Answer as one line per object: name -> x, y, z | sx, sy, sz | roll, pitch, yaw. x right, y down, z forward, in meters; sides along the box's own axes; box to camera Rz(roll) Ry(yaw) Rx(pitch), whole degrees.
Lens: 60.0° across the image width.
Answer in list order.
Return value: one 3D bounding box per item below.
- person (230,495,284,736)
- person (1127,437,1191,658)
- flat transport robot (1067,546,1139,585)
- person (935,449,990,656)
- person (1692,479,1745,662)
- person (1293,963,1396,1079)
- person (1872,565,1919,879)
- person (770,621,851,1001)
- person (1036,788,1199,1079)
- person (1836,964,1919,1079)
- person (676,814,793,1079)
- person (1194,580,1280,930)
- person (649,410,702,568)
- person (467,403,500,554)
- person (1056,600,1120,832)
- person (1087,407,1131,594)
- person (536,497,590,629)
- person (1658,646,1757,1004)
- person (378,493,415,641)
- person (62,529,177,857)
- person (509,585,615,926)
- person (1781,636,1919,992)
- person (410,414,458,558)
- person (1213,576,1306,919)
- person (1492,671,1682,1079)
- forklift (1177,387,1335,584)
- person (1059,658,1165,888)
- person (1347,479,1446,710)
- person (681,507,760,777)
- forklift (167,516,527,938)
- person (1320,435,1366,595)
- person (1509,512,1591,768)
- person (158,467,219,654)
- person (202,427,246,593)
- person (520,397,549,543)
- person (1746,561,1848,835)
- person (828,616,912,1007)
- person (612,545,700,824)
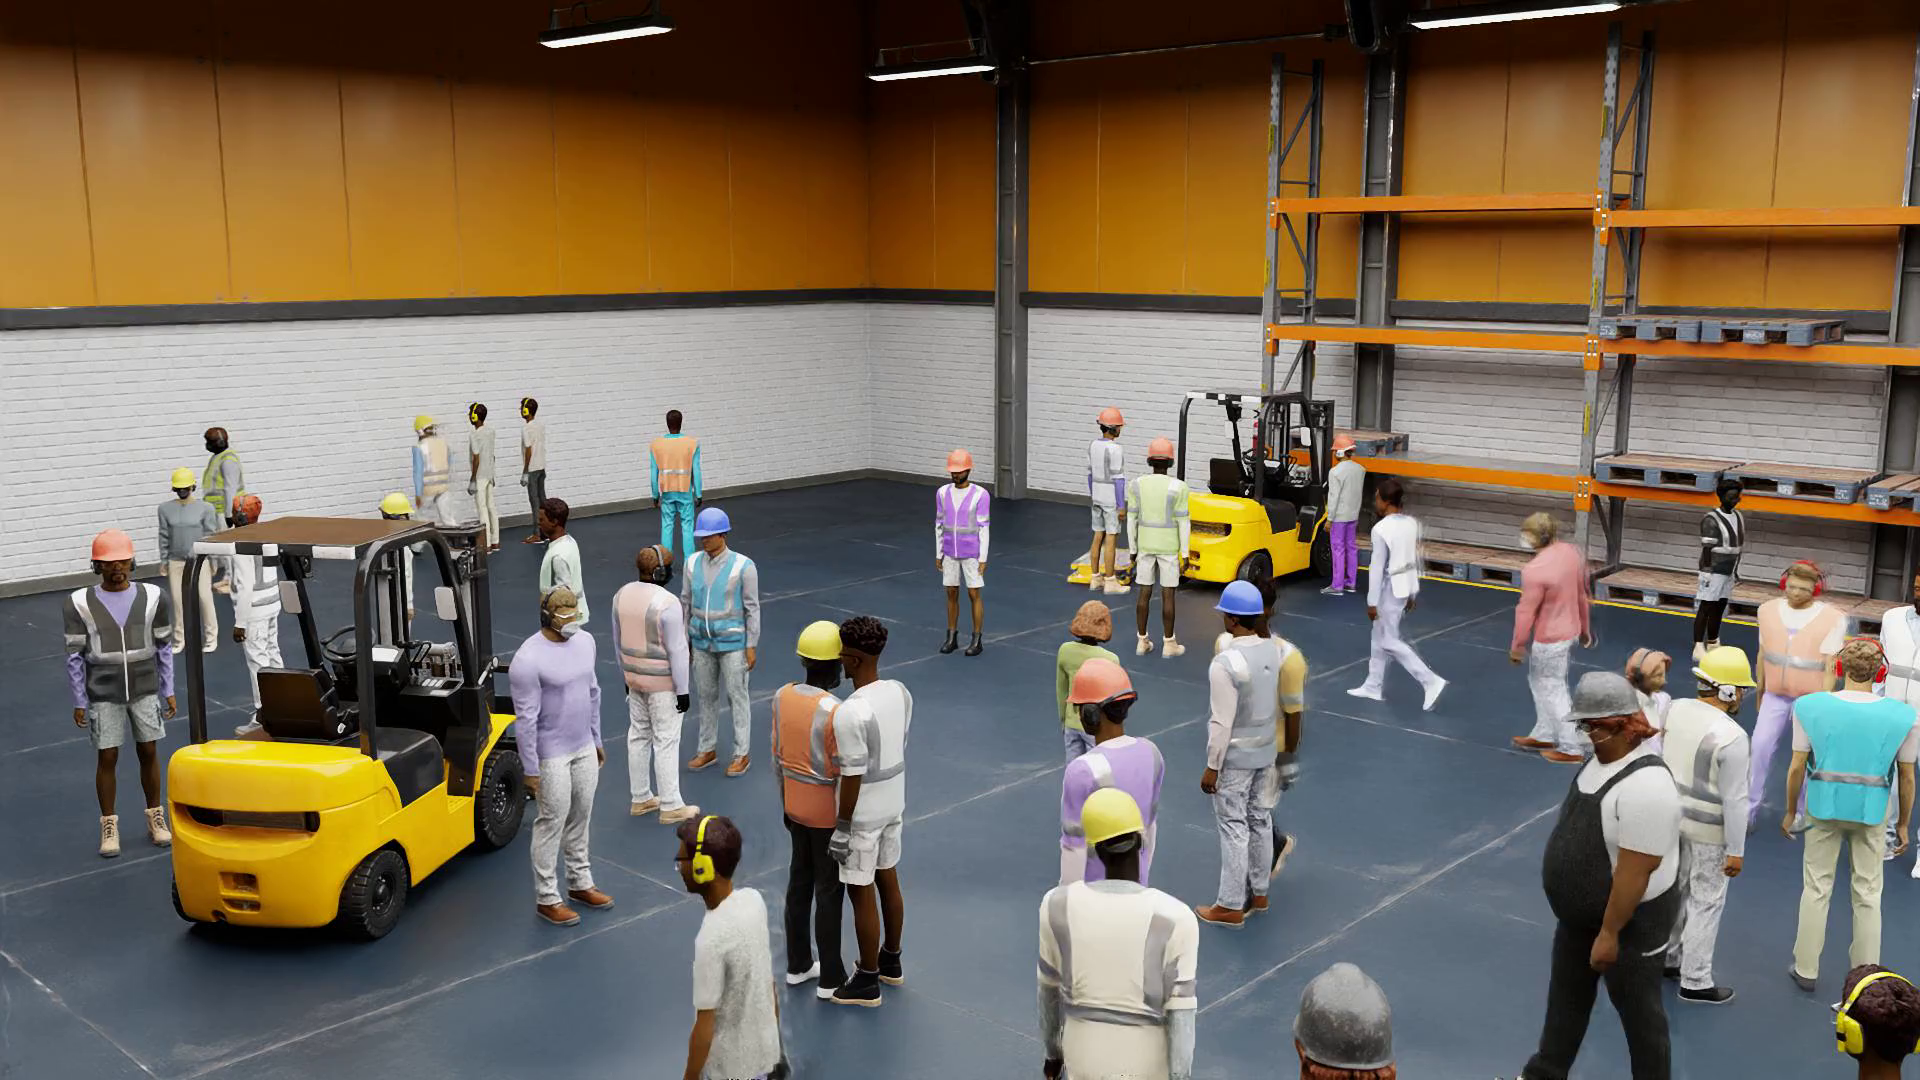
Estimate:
person -> -5.467, 0.579, 12.901 | 0.355, 1.882, 0.575 | 0, 10, 1
person -> 1.846, 0.068, 15.344 | 0.615, 2.044, 0.371 | 6, 11, 29
flat transport robot -> 1.730, 0.289, 19.134 | 0.652, 0.197, 1.431 | 3, 10, 18
person -> 0.010, 0.115, 15.411 | 0.544, 1.930, 0.388 | 5, 11, 25
person -> 6.921, 0.277, 15.142 | 0.537, 1.697, 0.320 | -7, 12, -34
person -> 0.927, 2.030, 4.186 | 0.675, 2.000, 0.537 | -1, 10, -5
person -> 5.783, 1.067, 10.013 | 0.391, 1.920, 0.587 | -7, 12, -36
person -> -0.697, 1.351, 8.371 | 0.367, 1.926, 0.594 | -9, 14, -43
person -> 0.532, 1.825, 5.796 | 0.601, 1.879, 0.651 | 3, 11, 19
person -> 2.434, 2.065, 4.523 | 0.510, 1.857, 0.324 | -2, 10, -11
person -> -0.784, 1.868, 5.811 | 1.004, 1.807, 0.630 | 1, 10, 6
person -> 1.560, 1.187, 9.251 | 0.391, 1.948, 0.605 | 9, 13, 42
person -> -3.283, -0.550, 19.255 | 0.587, 1.911, 0.397 | 0, 10, 0
person -> -5.919, -0.761, 20.565 | 0.328, 1.872, 0.509 | 2, 10, 13
person -> 0.805, 1.173, 10.223 | 0.279, 1.633, 0.501 | -10, 14, -43
person -> 1.630, -0.430, 18.187 | 0.374, 2.044, 0.606 | -5, 11, -28
person -> -2.983, 0.631, 12.500 | 0.392, 1.920, 0.588 | -2, 10, -11
person -> 3.719, 1.420, 8.309 | 0.403, 1.817, 0.601 | -2, 10, -13
person -> -4.631, 0.490, 13.738 | 0.326, 1.767, 0.533 | -8, 13, -38
person -> -5.212, 0.940, 10.375 | 0.607, 2.048, 0.370 | -7, 12, -35
person -> -2.227, 1.190, 9.304 | 0.383, 1.929, 0.634 | 5, 11, 26
person -> 4.454, 1.395, 8.355 | 0.575, 1.843, 0.375 | 4, 11, 24
person -> -6.355, -0.628, 20.067 | 0.939, 1.785, 0.606 | 6, 12, 32
person -> 1.698, 1.146, 9.464 | 0.632, 1.949, 0.627 | -8, 13, -39
person -> 2.658, 1.524, 7.065 | 0.891, 2.000, 0.678 | 0, 10, 2
forklift -> 3.298, -0.608, 18.767 | 1.214, 2.155, 2.313 | 9, 13, 42
person -> 0.612, 1.511, 7.194 | 0.410, 2.028, 0.618 | 8, 13, 40
person -> 3.607, 0.447, 13.645 | 0.847, 1.888, 0.600 | 8, 13, 39
person -> -1.725, 0.724, 11.886 | 0.615, 1.945, 0.404 | 4, 11, 22
forklift -> -3.583, 0.976, 9.748 | 1.214, 2.155, 2.313 | 2, 10, 11
person -> 4.162, -0.278, 18.146 | 0.573, 1.748, 0.336 | -9, 13, -41
person -> 4.251, 0.715, 12.105 | 0.677, 1.884, 0.707 | 9, 13, 42
person -> -7.167, 0.192, 15.468 | 0.531, 1.761, 0.343 | -1, 10, -5
person -> -8.065, -0.334, 18.249 | 0.430, 1.830, 0.645 | -7, 12, -33
person -> -5.467, -0.889, 21.290 | 0.331, 1.872, 0.513 | 3, 10, 15
person -> 5.239, 1.035, 10.552 | 0.872, 1.799, 0.556 | -9, 13, -41
person -> -0.466, 1.342, 8.315 | 0.361, 1.965, 0.613 | 5, 11, 25
person -> -1.992, 0.940, 10.959 | 0.633, 1.841, 0.429 | 8, 13, 39
